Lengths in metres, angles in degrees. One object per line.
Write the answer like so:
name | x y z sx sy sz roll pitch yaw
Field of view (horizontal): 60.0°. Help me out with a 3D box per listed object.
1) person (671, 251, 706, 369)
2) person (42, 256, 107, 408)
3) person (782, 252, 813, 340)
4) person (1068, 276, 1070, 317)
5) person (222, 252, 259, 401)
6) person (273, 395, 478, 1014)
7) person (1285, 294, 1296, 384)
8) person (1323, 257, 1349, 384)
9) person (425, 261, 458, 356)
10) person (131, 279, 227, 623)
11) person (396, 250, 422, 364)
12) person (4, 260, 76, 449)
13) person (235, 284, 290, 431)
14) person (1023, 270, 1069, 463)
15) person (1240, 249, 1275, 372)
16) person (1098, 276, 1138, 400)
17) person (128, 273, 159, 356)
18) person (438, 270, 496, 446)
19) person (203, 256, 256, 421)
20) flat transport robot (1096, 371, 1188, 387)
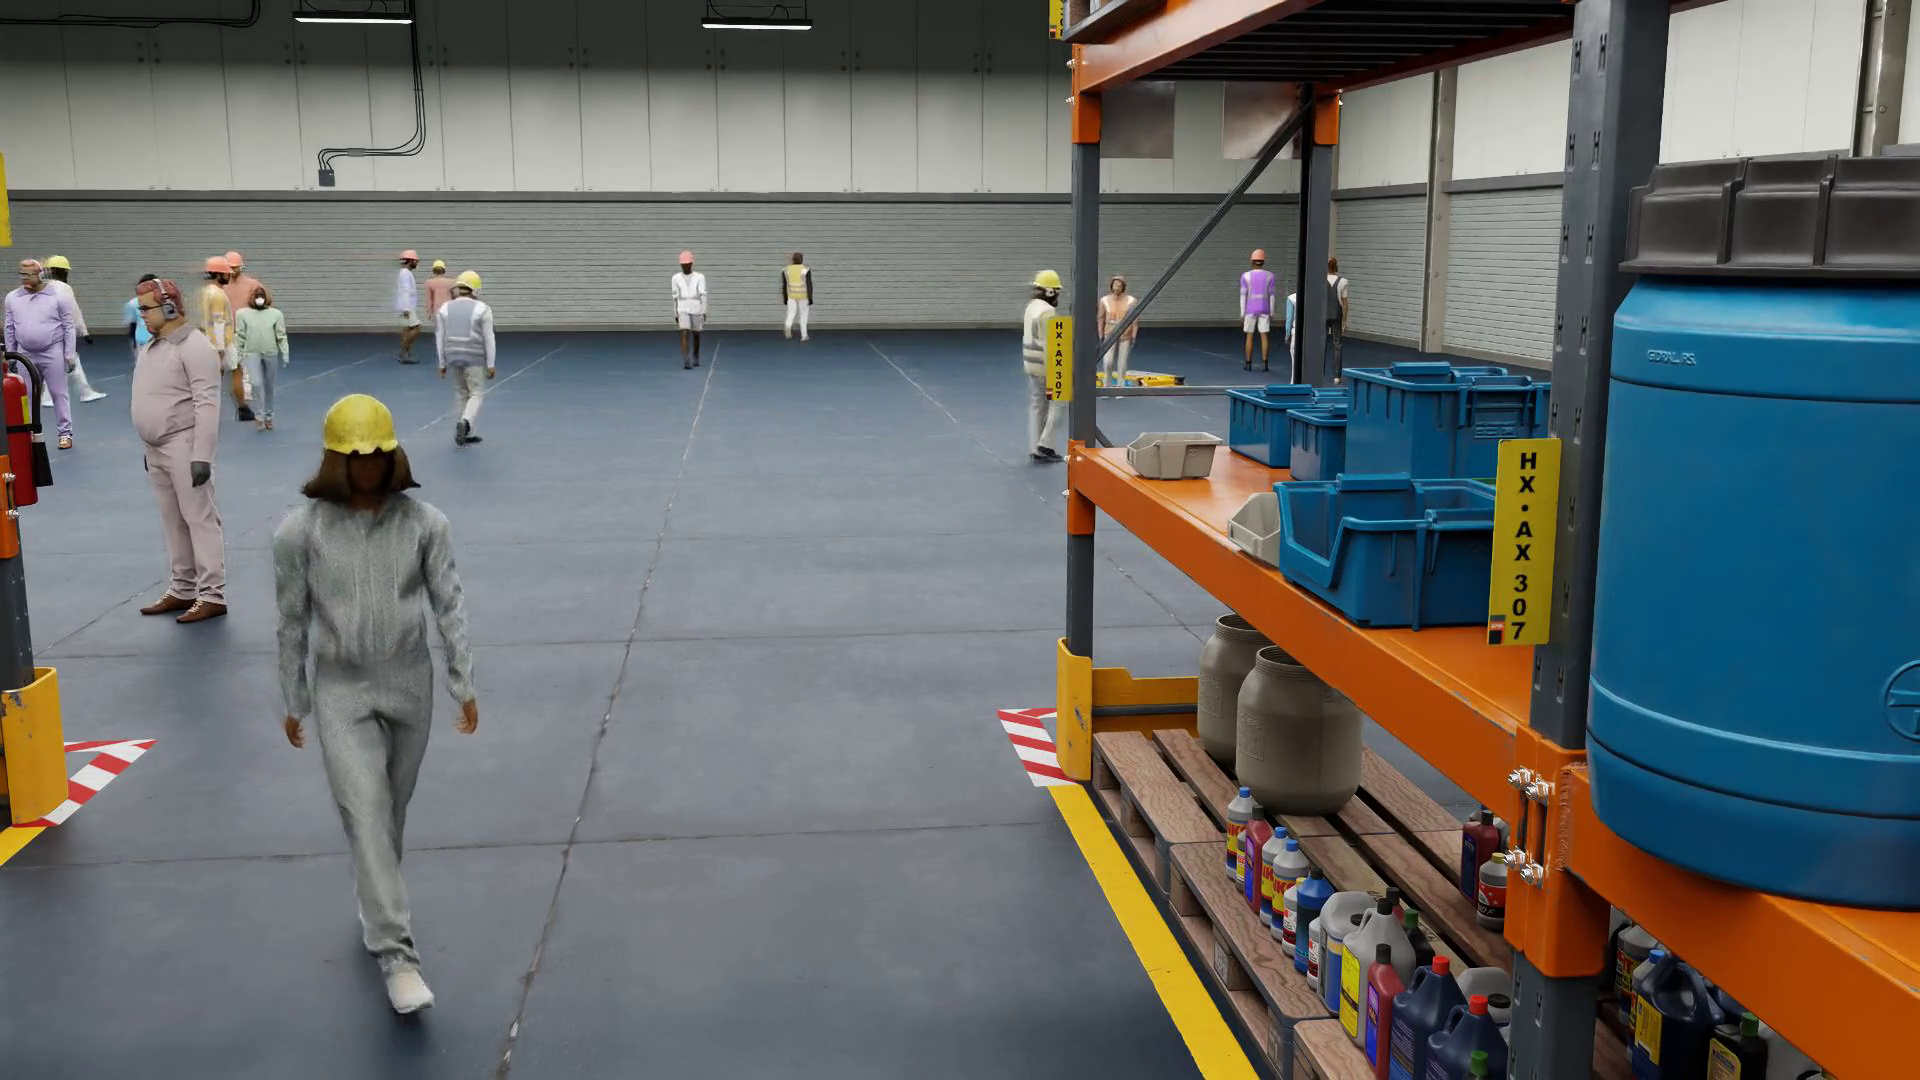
person | -4.417 -3.753 27.121 0.542 1.909 0.926 -2 11 -11
person | -11.231 -2.625 20.987 0.601 1.880 0.951 9 13 39
person | -3.343 -5.007 34.212 0.646 1.824 0.717 3 11 15
person | 2.245 -4.427 31.030 0.600 1.836 0.643 9 13 39
person | -9.544 -2.837 22.012 0.640 1.953 0.997 -2 11 -13
person | -1.652 0.430 4.751 0.506 1.689 0.901 -7 13 -34
person | 4.615 -2.749 22.338 0.513 1.642 0.311 -2 10 -9
person | 5.386 -3.194 24.228 0.507 1.844 0.346 1 10 4
person | -8.877 -3.917 28.535 0.539 1.716 0.933 -3 11 -14
person | -4.375 -0.493 9.266 0.639 1.902 0.406 8 13 37
person | -9.201 -3.890 27.842 0.420 1.913 0.587 -3 11 -14
person | -9.223 -1.848 16.678 0.651 1.904 0.403 -2 10 -9
person | -7.643 -1.994 18.264 0.528 1.600 0.739 -6 12 -29
person | 0.818 -1.624 15.663 0.450 1.818 0.626 -3 11 -15
person | 4.723 -3.641 26.423 0.551 1.933 0.376 1 10 5
person | 2.064 -2.630 21.760 0.519 1.618 0.622 1 10 6
person | -10.099 -2.475 20.739 0.542 1.683 0.500 0 10 -2
person | -5.008 -1.817 16.803 0.626 1.801 0.701 2 11 11
person | -8.561 -2.299 19.134 0.870 1.914 0.544 -7 13 -35
flat transport robot | 2.473 -2.226 23.226 0.652 0.197 1.431 -6 12 -31
